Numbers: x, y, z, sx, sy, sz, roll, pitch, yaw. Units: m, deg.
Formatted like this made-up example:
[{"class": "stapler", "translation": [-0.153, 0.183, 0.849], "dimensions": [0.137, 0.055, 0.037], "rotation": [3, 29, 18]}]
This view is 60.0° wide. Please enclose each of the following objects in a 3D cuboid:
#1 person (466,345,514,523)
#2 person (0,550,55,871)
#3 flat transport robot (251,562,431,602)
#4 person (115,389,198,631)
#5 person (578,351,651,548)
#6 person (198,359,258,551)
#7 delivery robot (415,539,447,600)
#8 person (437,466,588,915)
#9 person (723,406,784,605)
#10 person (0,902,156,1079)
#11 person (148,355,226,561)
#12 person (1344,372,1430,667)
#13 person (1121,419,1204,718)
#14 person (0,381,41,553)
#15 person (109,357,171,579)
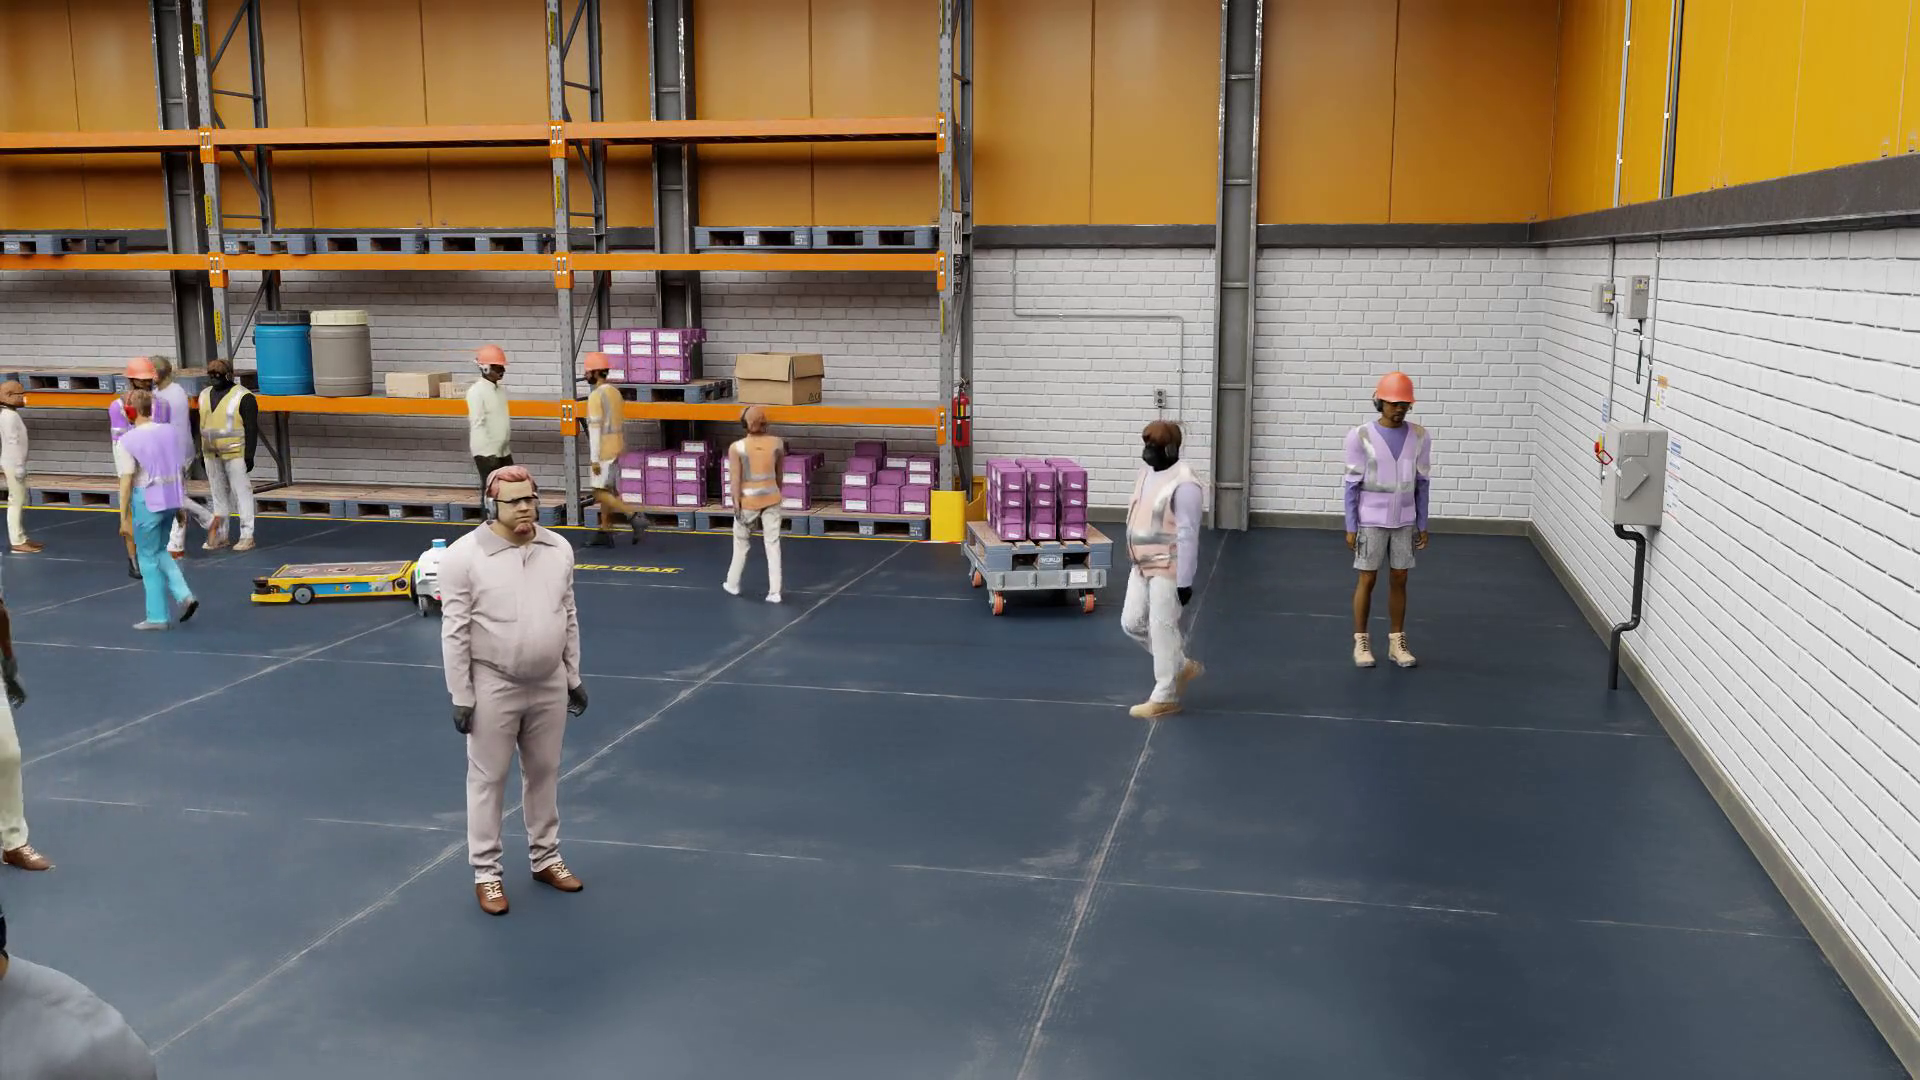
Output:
[{"class": "person", "translation": [-4.313, -0.808, 15.461], "dimensions": [0.452, 1.988, 0.635], "rotation": [3, 10, 15]}, {"class": "person", "translation": [-4.528, 0.614, 7.490], "dimensions": [0.673, 1.841, 0.554], "rotation": [3, 10, 17]}, {"class": "flat transport robot", "translation": [-5.043, 0.334, 13.762], "dimensions": [1.431, 0.197, 0.652], "rotation": [-2, 10, -11]}, {"class": "person", "translation": [-6.021, -0.215, 12.409], "dimensions": [0.437, 1.825, 0.584], "rotation": [3, 10, 17]}, {"class": "person", "translation": [-3.313, -0.843, 15.870], "dimensions": [0.693, 1.918, 0.550], "rotation": [2, 10, 13]}, {"class": "person", "translation": [-7.027, -0.814, 15.926], "dimensions": [0.621, 1.841, 0.429], "rotation": [3, 10, 15]}, {"class": "delivery robot", "translation": [-4.129, 0.237, 13.216], "dimensions": [0.477, 0.478, 0.707], "rotation": [-2, 10, -14]}, {"class": "person", "translation": [-1.897, 0.629, 7.174], "dimensions": [0.639, 1.911, 0.406], "rotation": [-9, 13, -43]}, {"class": "person", "translation": [-1.674, -0.296, 13.569], "dimensions": [0.517, 1.601, 0.745], "rotation": [-5, 11, -28]}, {"class": "person", "translation": [-1.595, 1.367, 2.725], "dimensions": [0.627, 1.935, 0.371], "rotation": [2, 10, 14]}, {"class": "person", "translation": [-7.231, -0.766, 15.444], "dimensions": [0.664, 1.920, 0.646], "rotation": [-9, 13, -44]}, {"class": "person", "translation": [2.912, -0.131, 11.323], "dimensions": [0.608, 2.032, 0.409], "rotation": [-2, 10, -10]}, {"class": "person", "translation": [1.236, 0.177, 10.086], "dimensions": [0.461, 1.828, 0.647], "rotation": [-4, 10, -20]}, {"class": "person", "translation": [-8.974, -0.696, 15.831], "dimensions": [0.269, 1.632, 0.503], "rotation": [-5, 11, -26]}, {"class": "person", "translation": [-7.116, -0.635, 14.568], "dimensions": [0.379, 1.937, 0.548], "rotation": [6, 11, 31]}]
